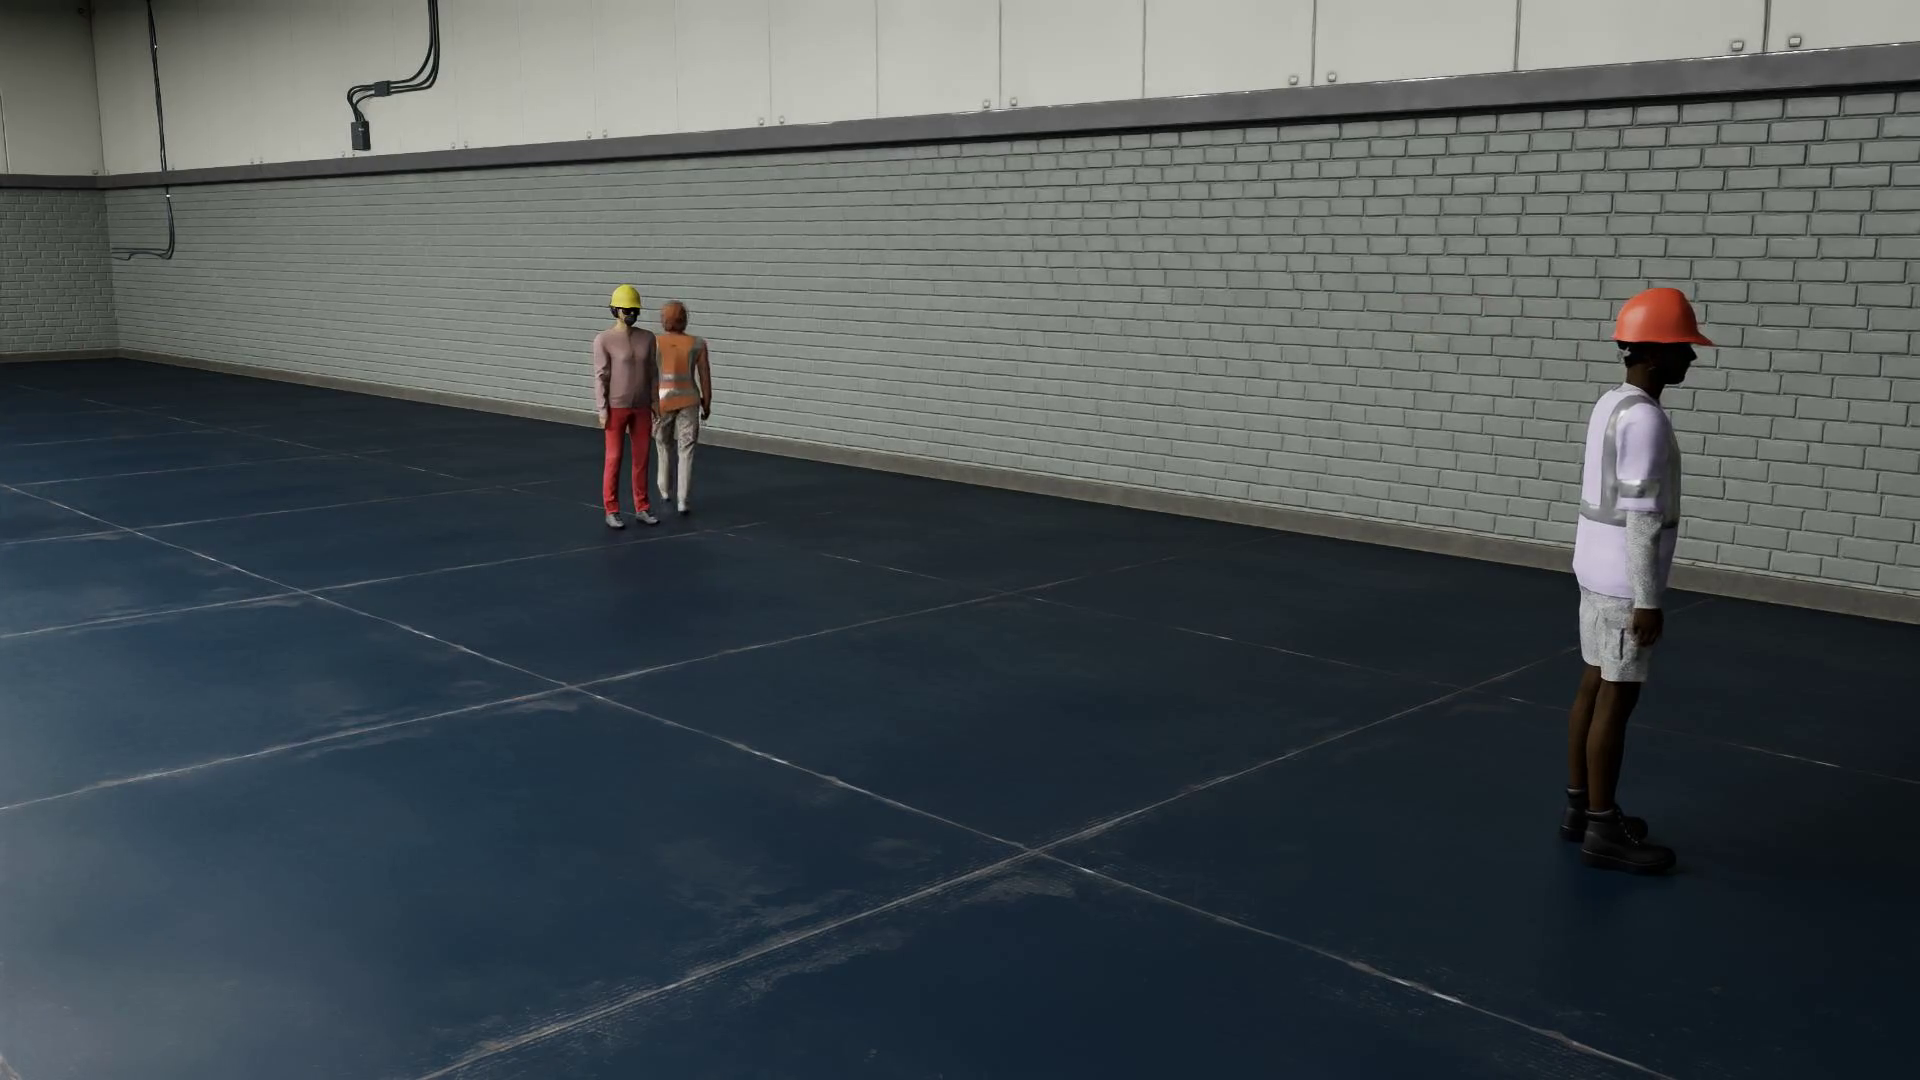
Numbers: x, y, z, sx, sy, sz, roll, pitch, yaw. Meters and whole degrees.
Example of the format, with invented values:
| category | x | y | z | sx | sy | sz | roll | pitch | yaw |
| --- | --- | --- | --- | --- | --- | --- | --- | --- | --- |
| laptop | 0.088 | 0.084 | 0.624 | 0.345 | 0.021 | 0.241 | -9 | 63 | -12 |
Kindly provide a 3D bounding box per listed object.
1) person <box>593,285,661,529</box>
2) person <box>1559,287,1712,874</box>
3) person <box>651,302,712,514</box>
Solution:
| category | x | y | z | sx | sy | sz | roll | pitch | yaw |
| --- | --- | --- | --- | --- | --- | --- | --- | --- | --- |
| person | -2.402 | -0.967 | 12.078 | 0.518 | 1.756 | 0.344 | -10 | 14 | -44 |
| person | 2.274 | 0.125 | 5.622 | 0.374 | 1.939 | 0.545 | 2 | 11 | 9 |
| person | -2.187 | -1.028 | 12.834 | 0.535 | 1.592 | 0.877 | -2 | 11 | -11 |
